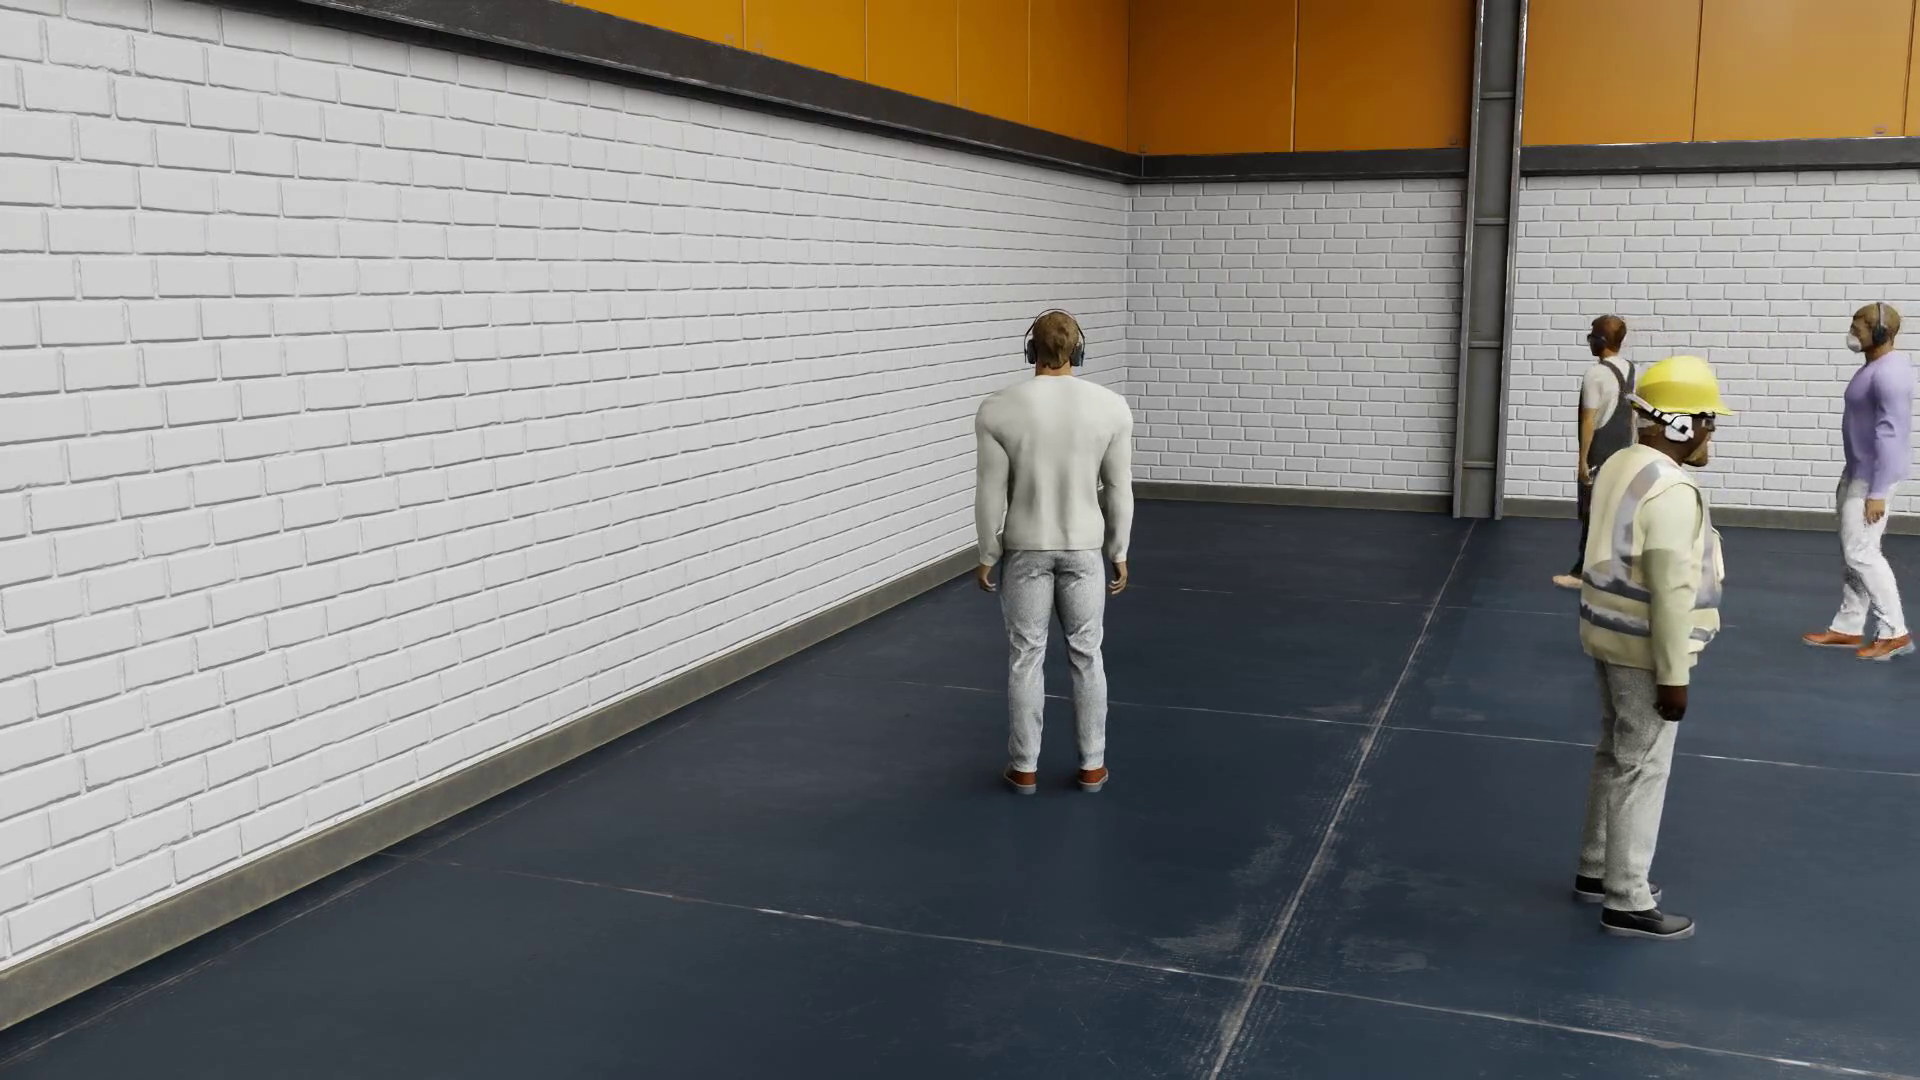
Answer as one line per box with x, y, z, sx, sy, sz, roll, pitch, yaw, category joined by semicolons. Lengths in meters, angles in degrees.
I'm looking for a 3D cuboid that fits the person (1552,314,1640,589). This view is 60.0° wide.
4.198;-0.534;10.704;0.510;1.826;0.737;-6;11;-33;person

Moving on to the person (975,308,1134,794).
0.373;0.053;6.643;0.634;1.938;0.355;0;9;-2;person

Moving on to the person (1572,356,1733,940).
2.174;0.334;5.258;0.404;1.824;0.605;1;9;5;person

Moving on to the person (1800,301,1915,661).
4.922;-0.320;9.023;0.432;1.943;0.640;3;10;20;person
